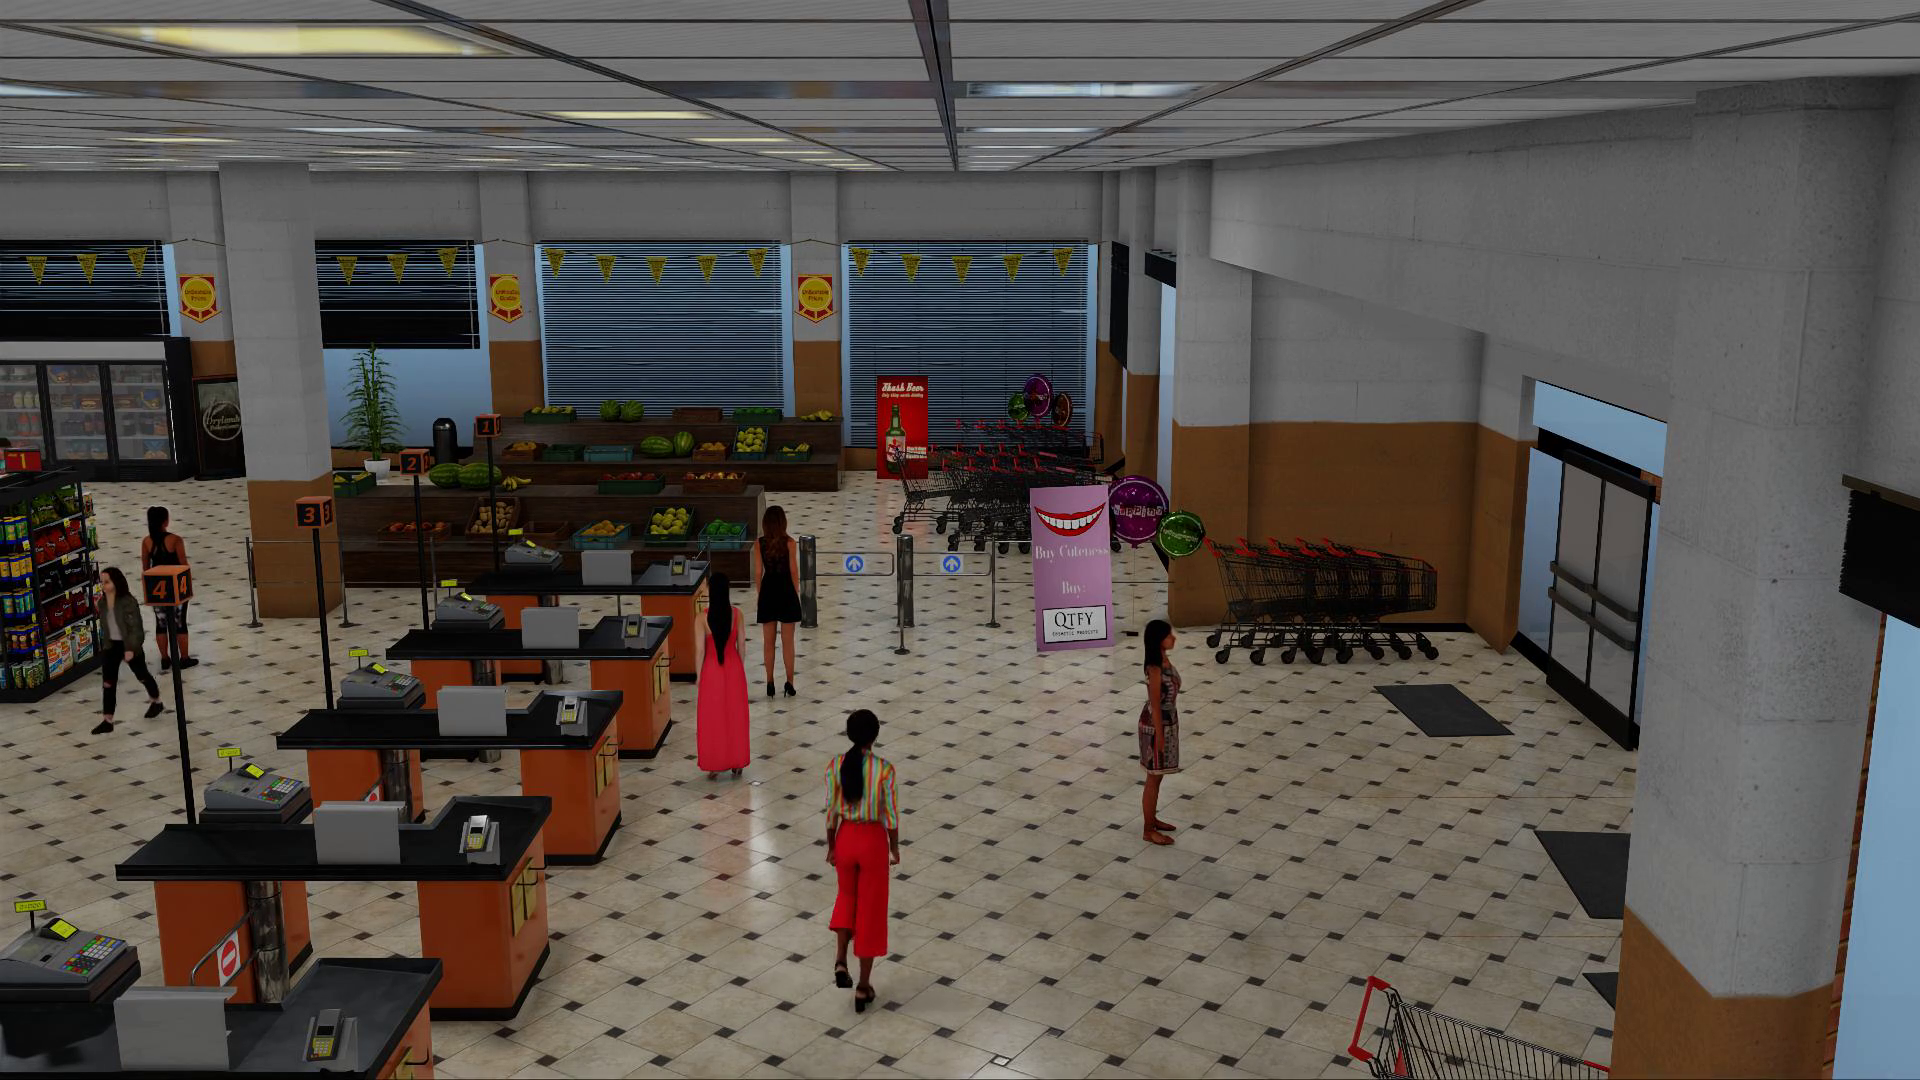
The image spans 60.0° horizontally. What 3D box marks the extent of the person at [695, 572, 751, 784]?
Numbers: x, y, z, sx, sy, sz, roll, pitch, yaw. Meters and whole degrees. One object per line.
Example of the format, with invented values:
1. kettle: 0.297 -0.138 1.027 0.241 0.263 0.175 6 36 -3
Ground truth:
1. person: -1.914 1.096 13.374 0.652 1.728 0.763 -6 13 -26

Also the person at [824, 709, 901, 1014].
1. person: -0.596 1.868 9.571 0.726 1.783 0.758 4 12 16

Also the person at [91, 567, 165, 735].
1. person: -7.344 0.962 14.724 0.997 1.434 0.743 2 12 10

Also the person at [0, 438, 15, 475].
1. person: -12.358 -0.565 21.717 1.029 1.542 0.706 -3 12 -15

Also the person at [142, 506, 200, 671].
1. person: -7.891 0.463 16.546 0.446 1.659 0.633 0 12 -2

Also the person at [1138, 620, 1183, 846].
1. person: 1.449 1.385 12.206 0.600 1.645 0.692 2 12 12

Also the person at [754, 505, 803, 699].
1. person: -1.709 0.577 15.578 0.468 1.835 0.647 1 12 3
